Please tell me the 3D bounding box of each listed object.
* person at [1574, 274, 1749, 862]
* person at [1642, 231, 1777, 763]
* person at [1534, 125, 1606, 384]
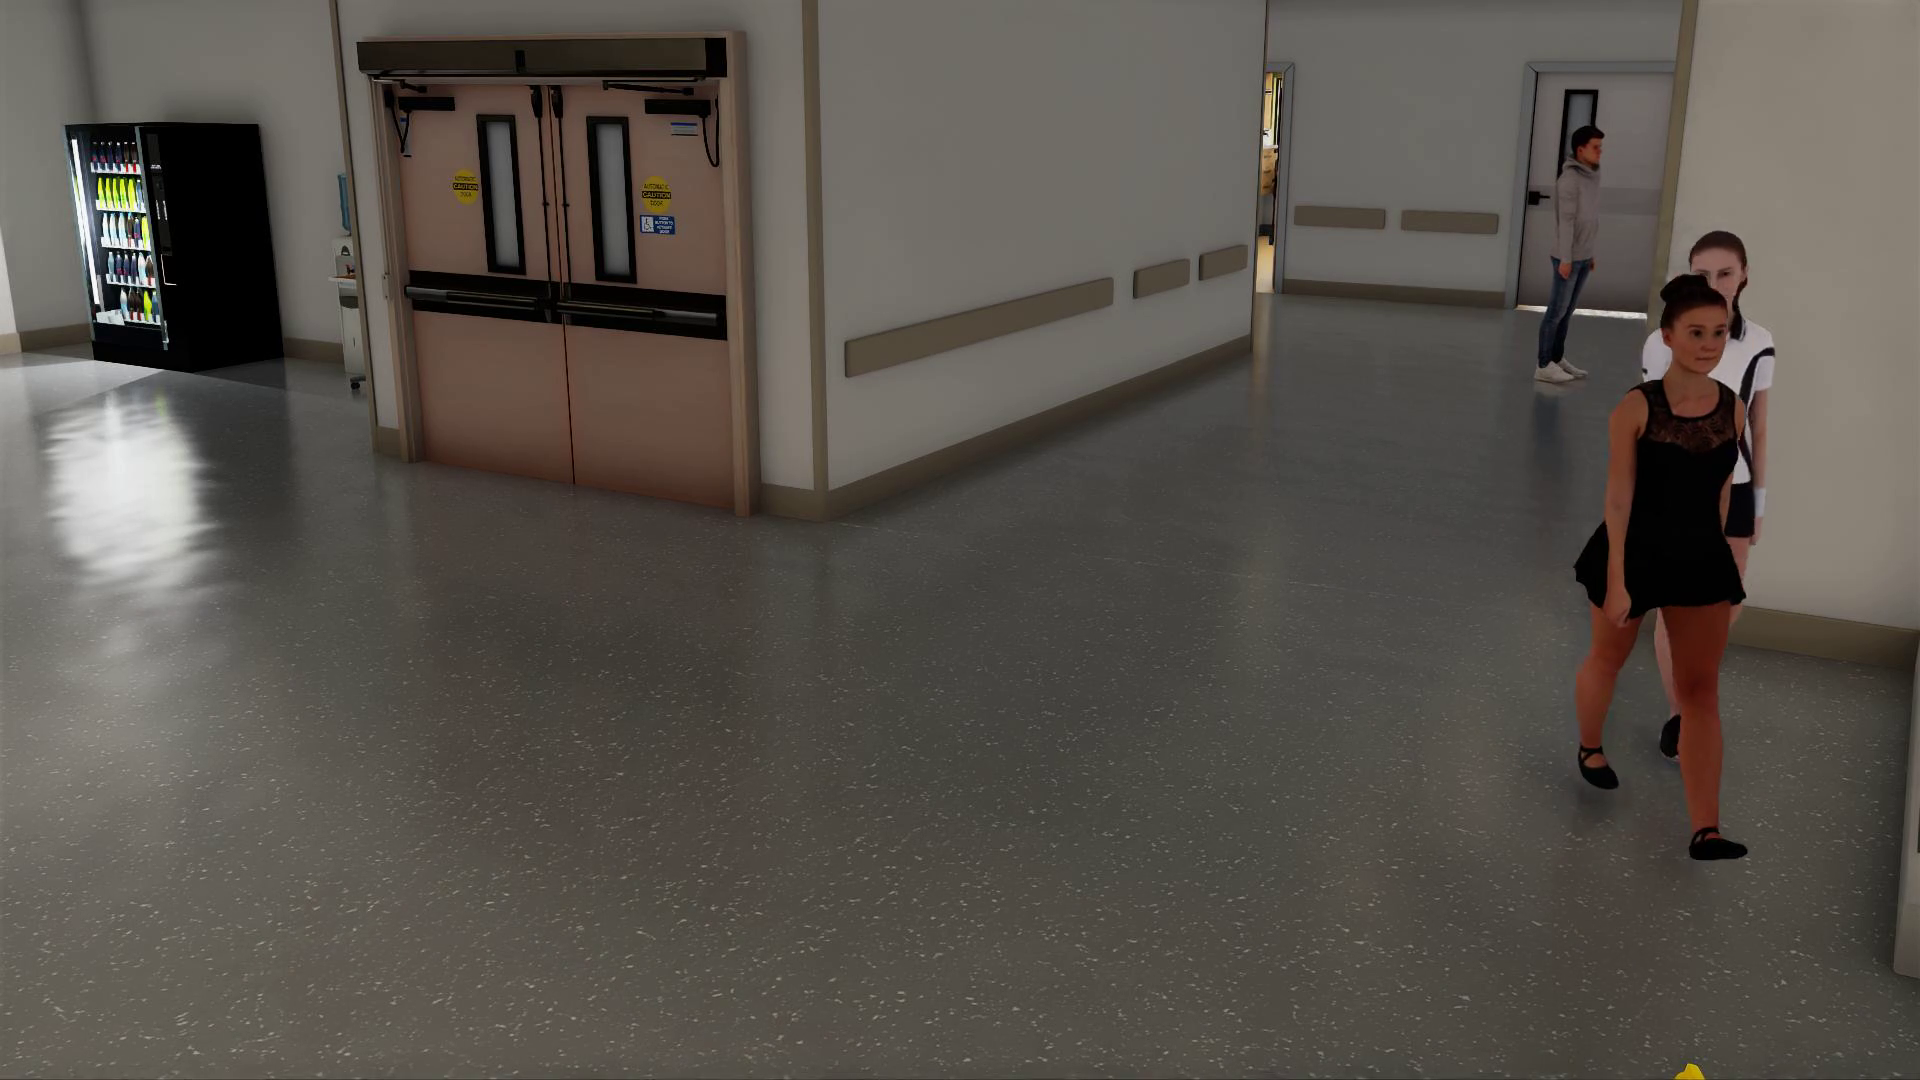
[{"bbox_3d":[2.039,0.074,4.949,1.163,1.622,1.032,0,16,-1],"label":"person"},{"bbox_3d":[2.417,-0.144,5.514,0.781,1.734,0.737,4,16,14],"label":"person"},{"bbox_3d":[4.506,-2.107,12.259,0.634,1.851,0.713,13,20,39],"label":"person"}]
